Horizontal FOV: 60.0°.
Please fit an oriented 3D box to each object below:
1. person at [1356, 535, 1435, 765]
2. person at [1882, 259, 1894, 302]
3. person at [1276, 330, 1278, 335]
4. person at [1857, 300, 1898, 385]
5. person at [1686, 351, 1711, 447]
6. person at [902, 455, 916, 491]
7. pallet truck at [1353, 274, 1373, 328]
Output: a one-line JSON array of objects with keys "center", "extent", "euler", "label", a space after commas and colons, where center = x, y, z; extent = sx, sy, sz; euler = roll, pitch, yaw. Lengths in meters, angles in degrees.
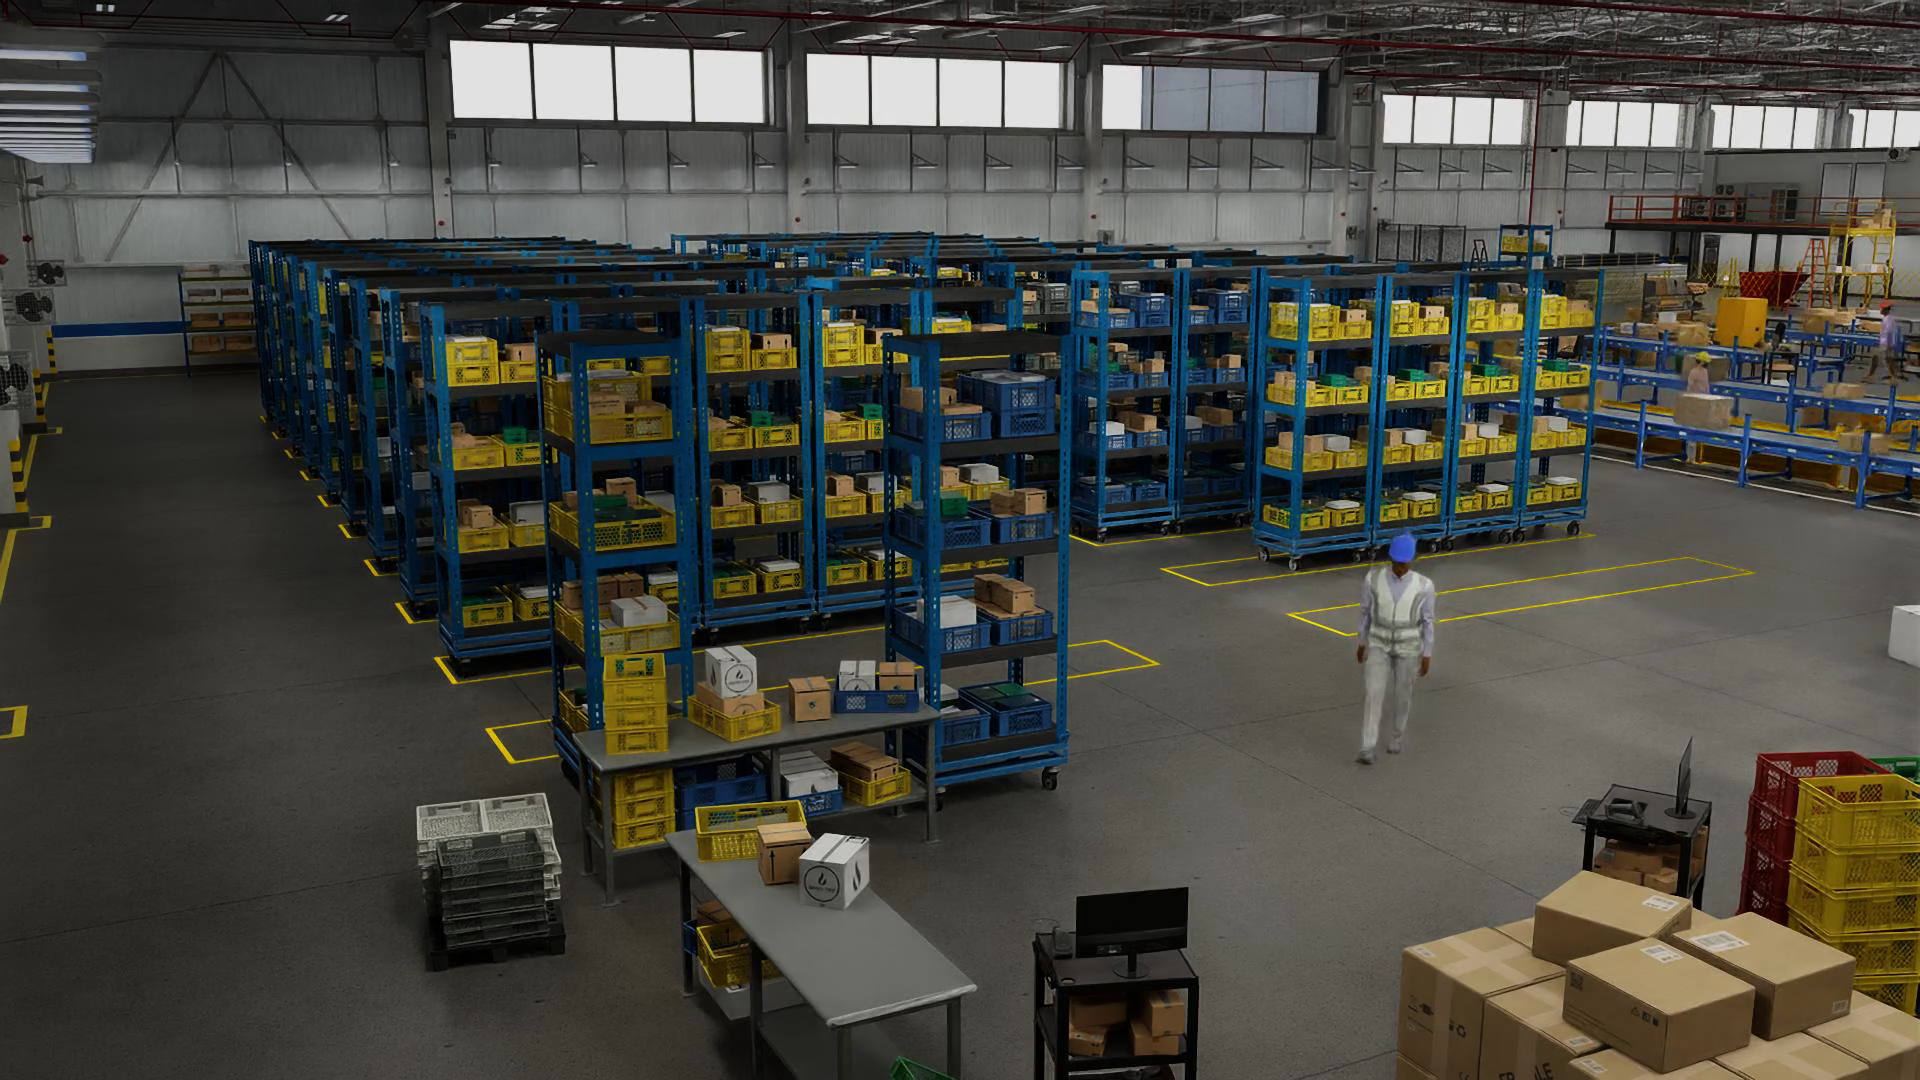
[{"center": [3.534, 0.909, 13.560], "extent": [0.624, 1.897, 0.964], "euler": [4, 13, 20], "label": "person"}, {"center": [36.174, -10.024, 64.846], "extent": [0.507, 1.840, 0.344], "euler": [-8, 15, -34], "label": "person"}, {"center": [8.362, -5.462, 43.444], "extent": [0.656, 1.867, 0.663], "euler": [-2, 12, -11], "label": "person"}, {"center": [21.924, -4.695, 39.565], "extent": [0.995, 1.986, 0.598], "euler": [8, 15, 34], "label": "person"}, {"center": [13.351, -2.545, 30.099], "extent": [0.525, 1.746, 0.468], "euler": [-11, 16, -41], "label": "person"}, {"center": [-0.754, -0.845, 22.010], "extent": [0.623, 1.792, 0.907], "euler": [-6, 13, -25], "label": "person"}, {"center": [13.011, -8.050, 55.243], "extent": [0.823, 1.965, 1.885], "euler": [-7, 14, -28], "label": "pallet truck"}]
